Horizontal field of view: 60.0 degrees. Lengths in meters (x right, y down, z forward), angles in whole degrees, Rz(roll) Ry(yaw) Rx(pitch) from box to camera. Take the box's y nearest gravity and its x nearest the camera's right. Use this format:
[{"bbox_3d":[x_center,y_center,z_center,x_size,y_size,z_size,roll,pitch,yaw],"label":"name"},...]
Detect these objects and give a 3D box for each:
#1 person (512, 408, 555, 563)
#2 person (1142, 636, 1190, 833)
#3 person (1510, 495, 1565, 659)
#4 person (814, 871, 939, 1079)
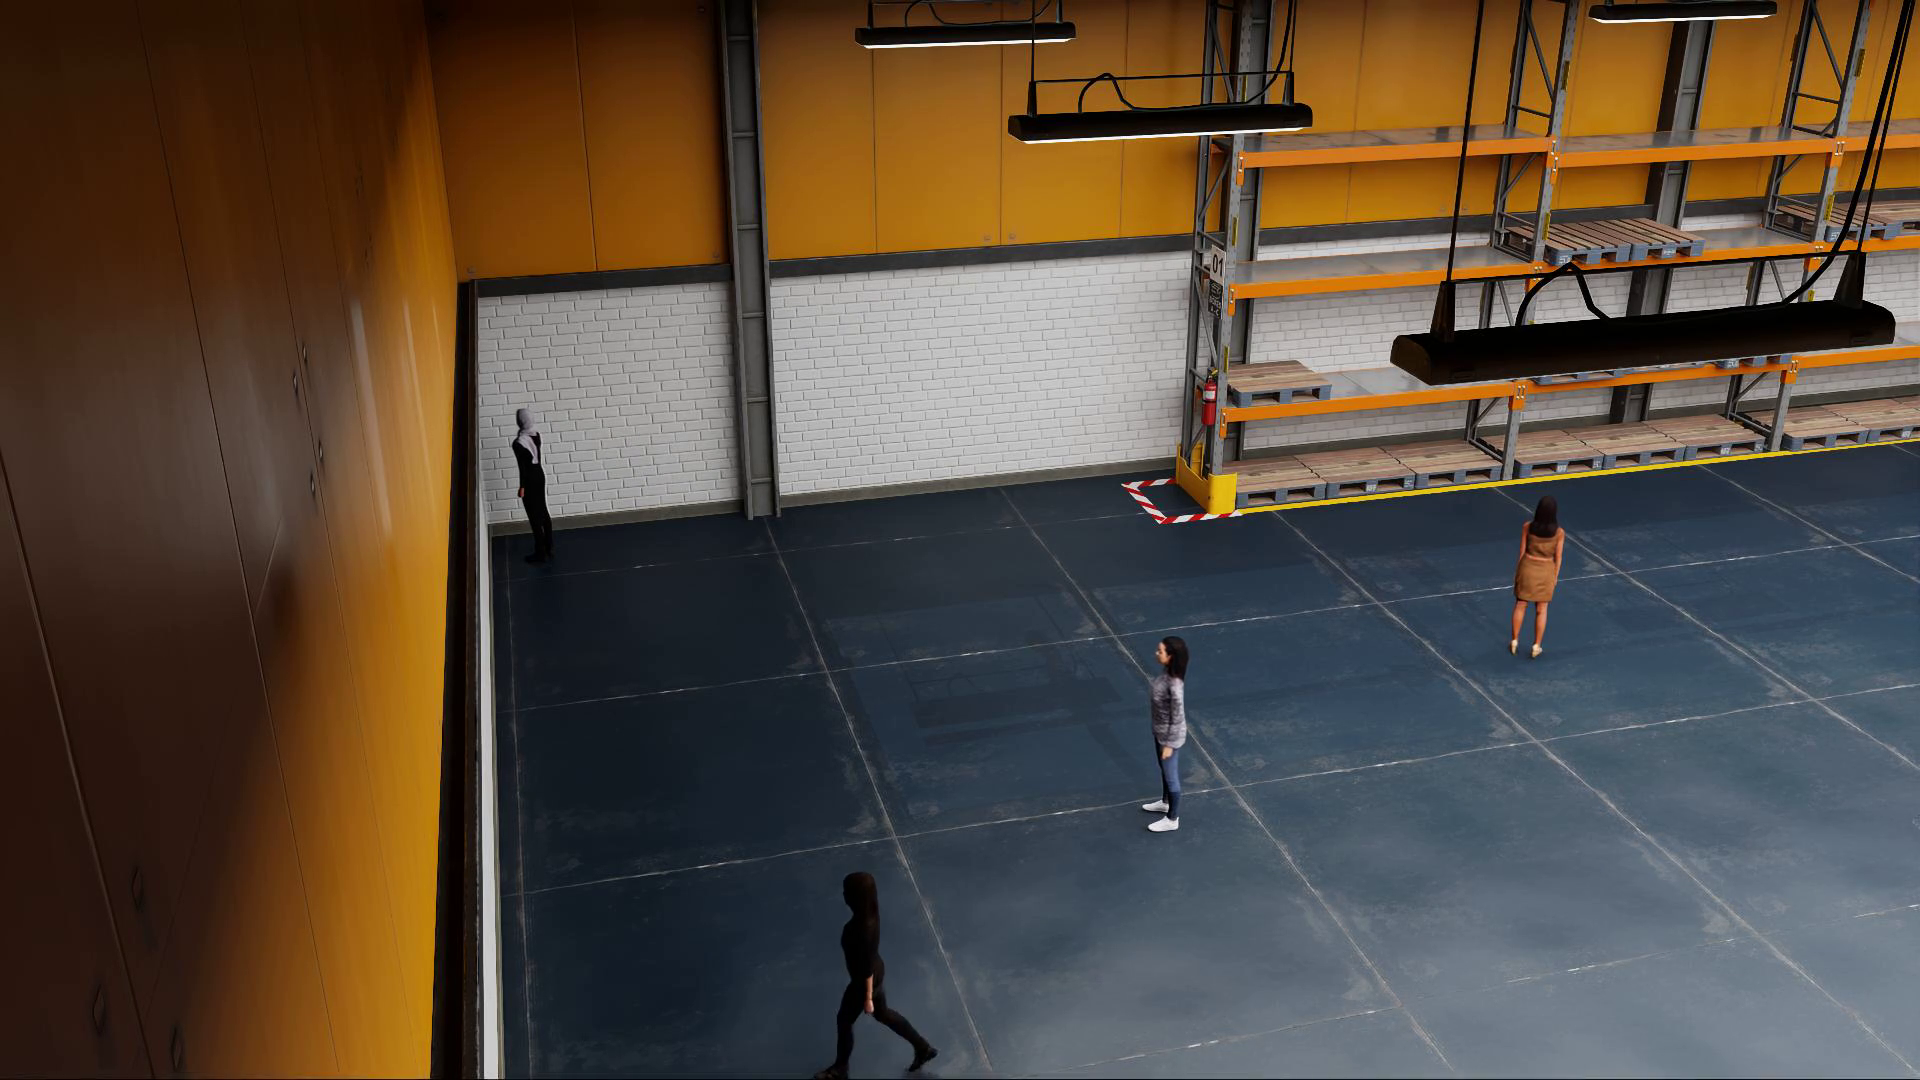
[{"bbox_3d":[-4.763,-0.617,18.548,0.695,1.779,0.688,6,24,14],"label":"person"},{"bbox_3d":[1.713,1.564,13.618,0.609,1.732,0.663,0,24,0],"label":"person"},{"bbox_3d":[5.692,0.356,16.437,0.621,1.686,0.699,9,25,20],"label":"person"},{"bbox_3d":[-0.529,2.861,10.799,1.114,1.612,0.777,0,24,1],"label":"person"}]
